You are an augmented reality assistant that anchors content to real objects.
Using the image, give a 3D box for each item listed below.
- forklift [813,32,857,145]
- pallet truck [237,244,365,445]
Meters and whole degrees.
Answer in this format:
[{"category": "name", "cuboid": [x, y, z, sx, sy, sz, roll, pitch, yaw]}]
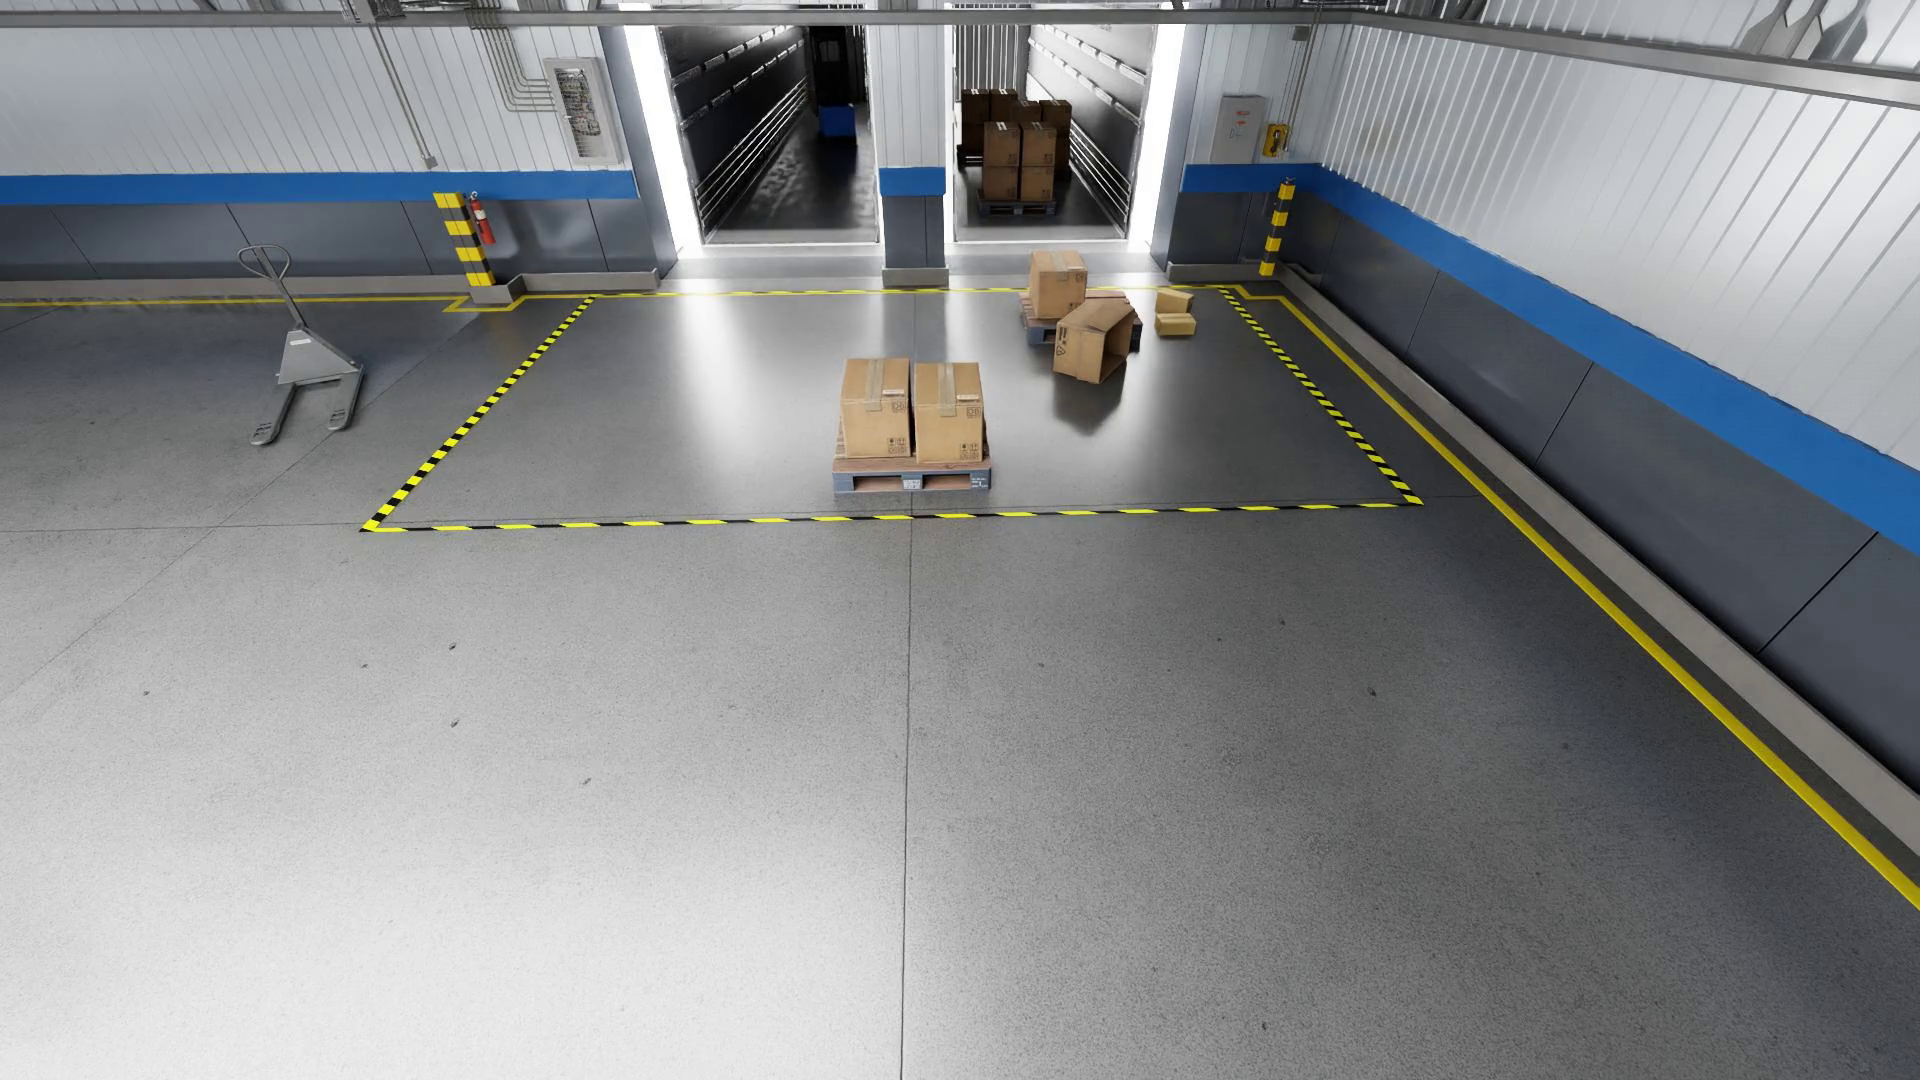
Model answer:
[{"category": "forklift", "cuboid": [-2.676, -9.557, 15.580, 0.716, 2.013, 0.776, -7, 39, -9]}, {"category": "pallet truck", "cuboid": [-5.915, -1.733, 6.366, 0.680, 1.201, 1.601, -18, 42, -21]}]
